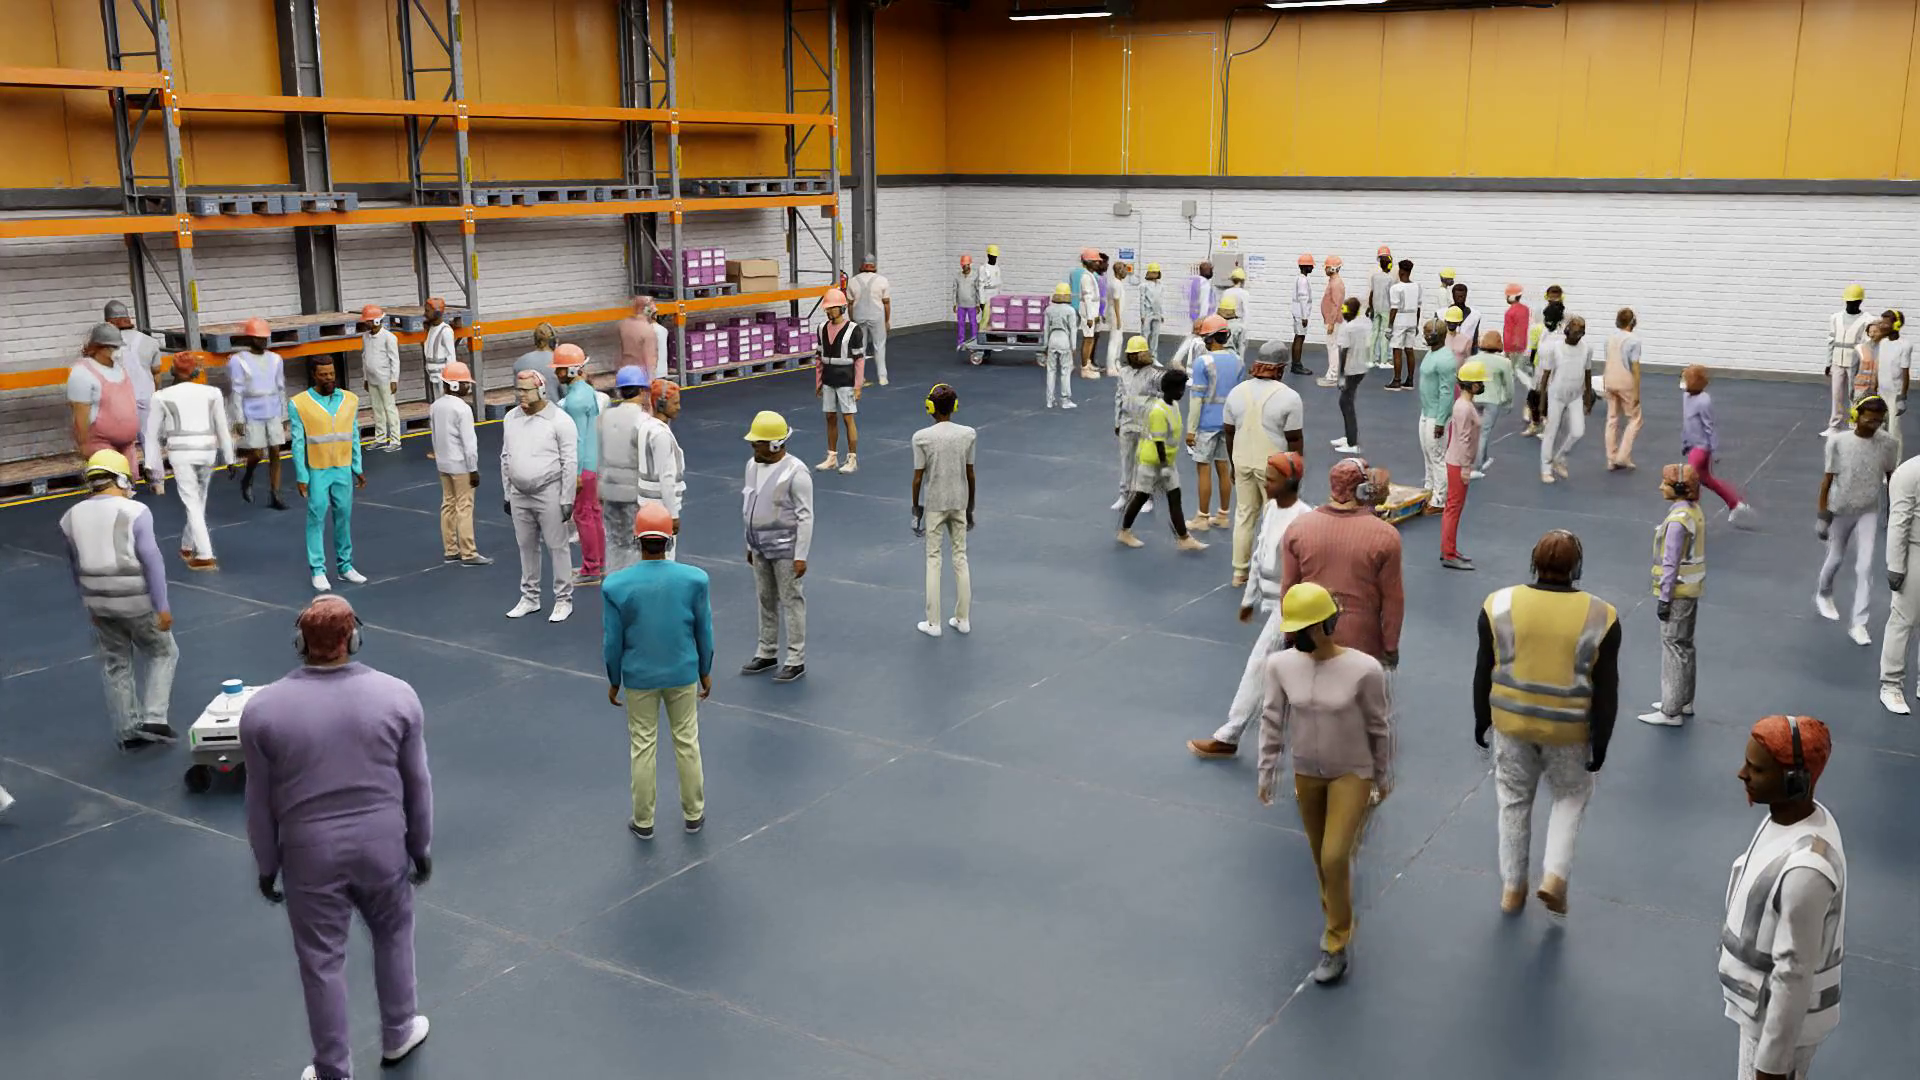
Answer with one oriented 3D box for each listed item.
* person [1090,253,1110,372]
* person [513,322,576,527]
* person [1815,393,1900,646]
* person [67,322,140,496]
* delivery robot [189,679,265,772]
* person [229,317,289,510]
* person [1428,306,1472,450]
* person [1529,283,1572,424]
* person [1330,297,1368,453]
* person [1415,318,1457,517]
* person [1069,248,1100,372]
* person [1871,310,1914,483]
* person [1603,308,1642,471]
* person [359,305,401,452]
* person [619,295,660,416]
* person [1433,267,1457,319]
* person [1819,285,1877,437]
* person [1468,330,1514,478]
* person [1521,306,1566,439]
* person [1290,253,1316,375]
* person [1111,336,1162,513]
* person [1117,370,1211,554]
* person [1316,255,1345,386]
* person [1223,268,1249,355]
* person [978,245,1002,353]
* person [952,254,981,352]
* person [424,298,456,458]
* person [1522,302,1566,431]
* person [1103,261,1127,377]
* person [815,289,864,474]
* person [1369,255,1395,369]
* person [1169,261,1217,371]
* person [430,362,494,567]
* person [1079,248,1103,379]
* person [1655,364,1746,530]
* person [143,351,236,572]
[{"bbox_3d":[2.268,-3.711,27.163,0.579,1.941,0.611,6,14,26],"label":"person"},{"bbox_3d":[-3.895,-1.084,15.732,0.629,1.939,0.372,4,14,17],"label":"person"},{"bbox_3d":[6.614,-0.207,12.250,0.599,1.803,0.983,4,13,15],"label":"person"},{"bbox_3d":[-7.734,-0.982,15.064,0.615,2.000,0.719,2,13,10],"label":"person"},{"bbox_3d":[-4.083,1.031,9.385,0.477,0.478,0.707,-2,13,-9],"label":"delivery robot"},{"bbox_3d":[-6.933,-1.252,16.484,0.522,1.927,0.560,11,17,39],"label":"person"},{"bbox_3d":[5.716,-1.854,19.456,0.525,1.765,0.329,-1,13,-6],"label":"person"},{"bbox_3d":[7.796,-2.456,21.893,0.572,1.845,0.500,9,16,36],"label":"person"},{"bbox_3d":[4.656,-1.973,19.835,0.523,1.833,0.513,11,17,39],"label":"person"},{"bbox_3d":[4.621,-1.192,16.206,0.379,1.937,0.629,0,13,2],"label":"person"},{"bbox_3d":[2.007,-3.721,27.026,0.494,2.013,0.633,-12,18,-42],"label":"person"},{"bbox_3d":[10.010,-1.543,17.903,0.347,1.862,0.517,-1,13,-4],"label":"person"},{"bbox_3d":[7.372,-1.669,18.559,0.408,1.813,0.546,-9,16,-33],"label":"person"},{"bbox_3d":[-6.917,-1.920,19.782,0.573,1.741,0.343,8,15,31],"label":"person"},{"bbox_3d":[-3.817,-1.930,19.556,0.707,1.879,0.657,-12,18,-43],"label":"person"},{"bbox_3d":[7.602,-3.399,26.157,0.330,1.765,0.533,3,13,11],"label":"person"},{"bbox_3d":[11.016,-2.199,20.617,0.396,1.919,0.613,-7,15,-28],"label":"person"},{"bbox_3d":[5.815,-1.496,18.262,0.502,1.595,0.837,12,18,43],"label":"person"},{"bbox_3d":[7.213,-2.060,20.548,0.551,1.662,0.584,-1,13,-5],"label":"person"},{"bbox_3d":[5.532,-3.639,26.816,0.356,1.938,0.543,0,13,1],"label":"person"},{"bbox_3d":[1.742,-1.141,16.406,0.493,1.743,0.312,8,15,31],"label":"person"},{"bbox_3d":[1.782,-0.692,14.685,0.869,1.636,0.539,7,15,29],"label":"person"},{"bbox_3d":[5.685,-3.357,25.465,0.382,1.993,0.622,3,13,11],"label":"person"},{"bbox_3d":[4.313,-3.365,26.034,0.538,1.754,0.396,12,18,43],"label":"person"},{"bbox_3d":[0.557,-4.323,29.815,0.384,1.924,0.589,10,16,38],"label":"person"},{"bbox_3d":[0.118,-4.259,29.933,0.570,1.745,0.349,5,14,21],"label":"person"},{"bbox_3d":[-5.972,-1.845,19.154,0.354,1.883,0.572,-9,16,-34],"label":"person"},{"bbox_3d":[7.559,-2.278,21.535,0.533,1.653,0.827,-4,14,-18],"label":"person"},{"bbox_3d":[2.495,-3.536,26.602,0.400,1.830,0.606,1,13,4],"label":"person"},{"bbox_3d":[-1.360,-1.746,18.375,0.615,2.041,0.384,8,15,31],"label":"person"},{"bbox_3d":[7.013,-3.777,27.571,0.312,1.865,0.537,-10,16,-36],"label":"person"},{"bbox_3d":[3.890,-3.622,27.058,0.901,1.810,0.621,-3,13,-11],"label":"person"},{"bbox_3d":[-4.290,-0.650,14.262,0.564,1.747,0.339,12,17,42],"label":"person"},{"bbox_3d":[2.060,-3.570,26.277,0.365,2.048,0.608,1,13,6],"label":"person"},{"bbox_3d":[6.992,-0.862,15.529,0.810,1.593,0.524,1,13,4],"label":"person"},{"bbox_3d":[-6.609,-0.684,14.198,0.680,1.833,0.888,-12,17,-42],"label":"person"}]
